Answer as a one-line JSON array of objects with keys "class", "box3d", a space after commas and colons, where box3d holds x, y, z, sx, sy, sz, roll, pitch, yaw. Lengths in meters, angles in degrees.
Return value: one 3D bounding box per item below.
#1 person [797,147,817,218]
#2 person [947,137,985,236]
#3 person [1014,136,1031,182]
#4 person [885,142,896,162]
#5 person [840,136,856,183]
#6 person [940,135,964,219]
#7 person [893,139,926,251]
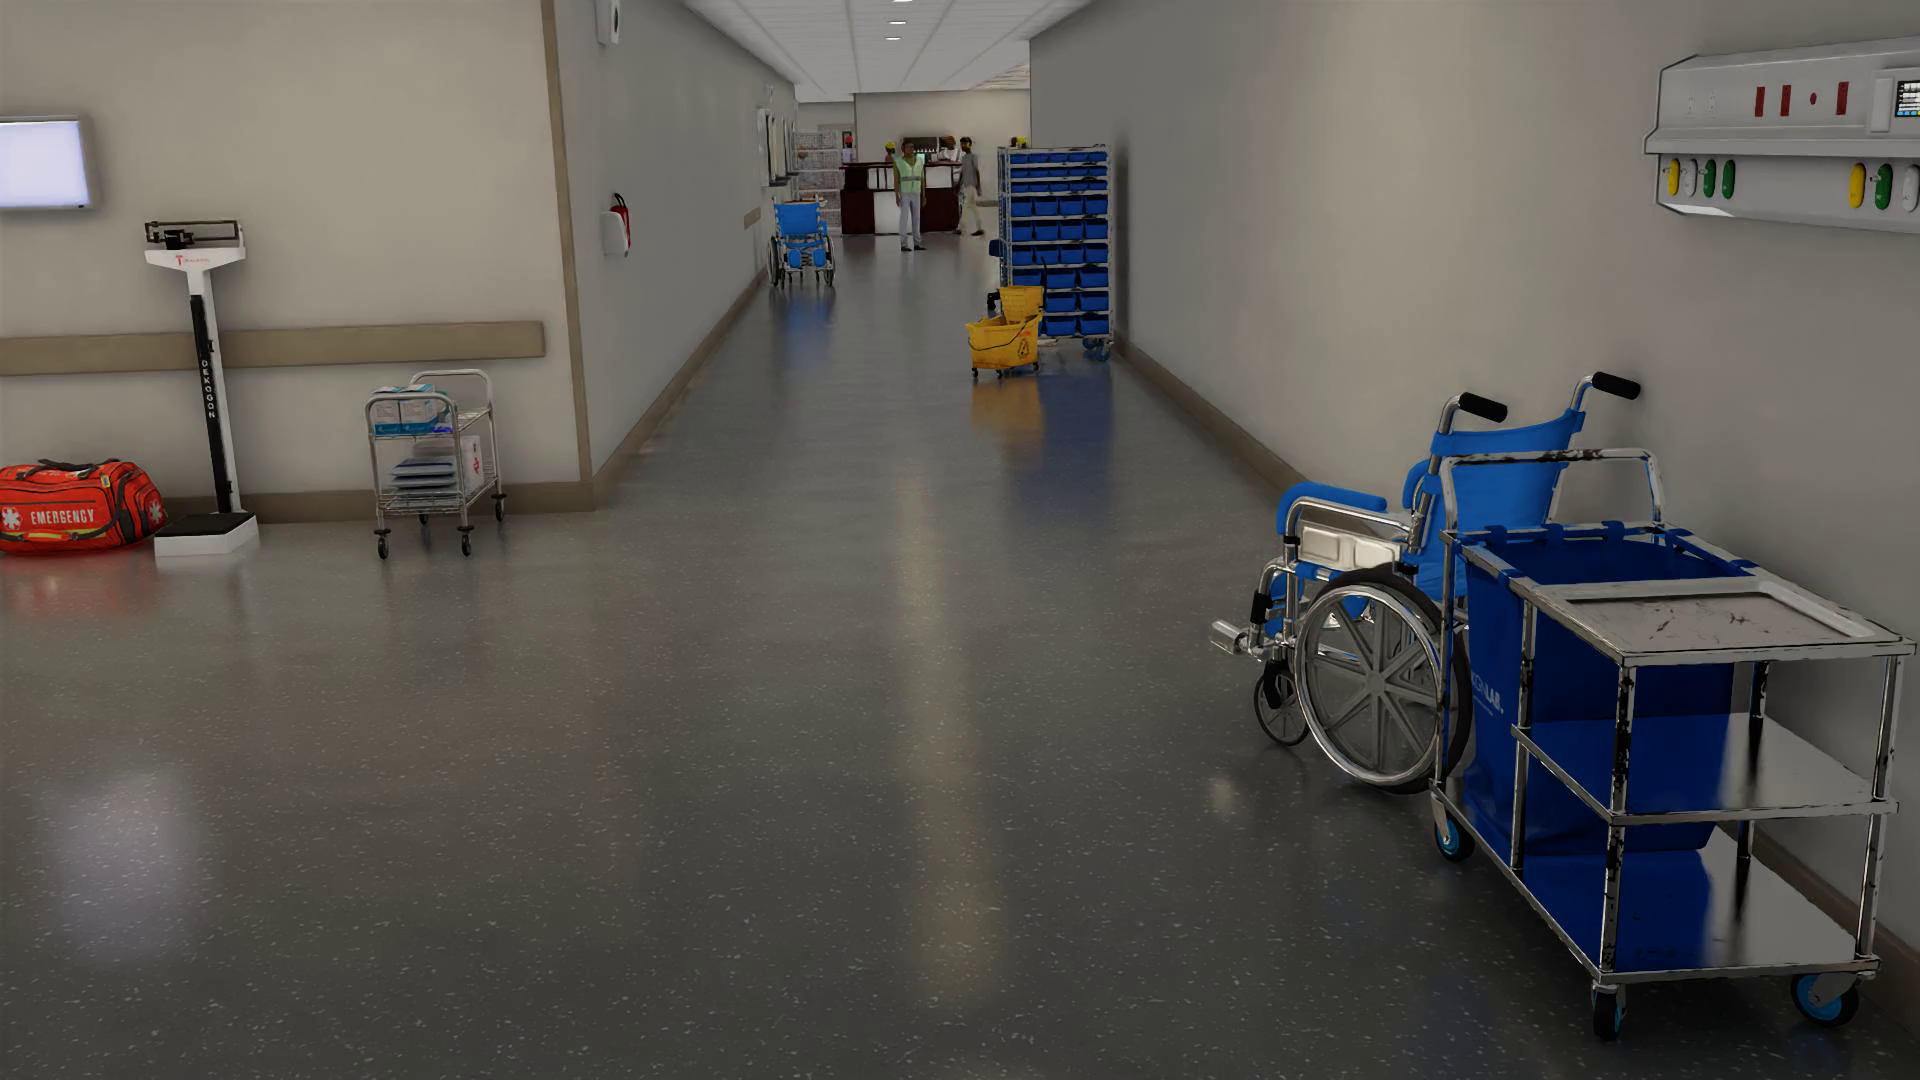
[{"class": "person", "box3d": [-3.773, -8.681, 40.389, 0.725, 1.707, 0.586, 4, 15, 22]}, {"class": "person", "box3d": [0.072, -6.608, 31.161, 0.904, 1.834, 0.496, -8, 15, -24]}, {"class": "person", "box3d": [1.430, -8.189, 37.527, 0.433, 1.814, 0.617, 9, 17, 37]}, {"class": "person", "box3d": [-1.652, -8.678, 40.019, 0.308, 1.769, 0.525, -6, 14, -17]}, {"class": "person", "box3d": [-3.102, -10.412, 46.947, 0.545, 1.942, 0.349, 7, 16, 31]}, {"class": "person", "box3d": [-0.167, -8.256, 37.886, 0.583, 1.877, 0.351, 2, 14, 16]}, {"class": "person", "box3d": [-0.843, -5.740, 27.701, 0.560, 1.840, 0.400, -9, 16, -29]}]
